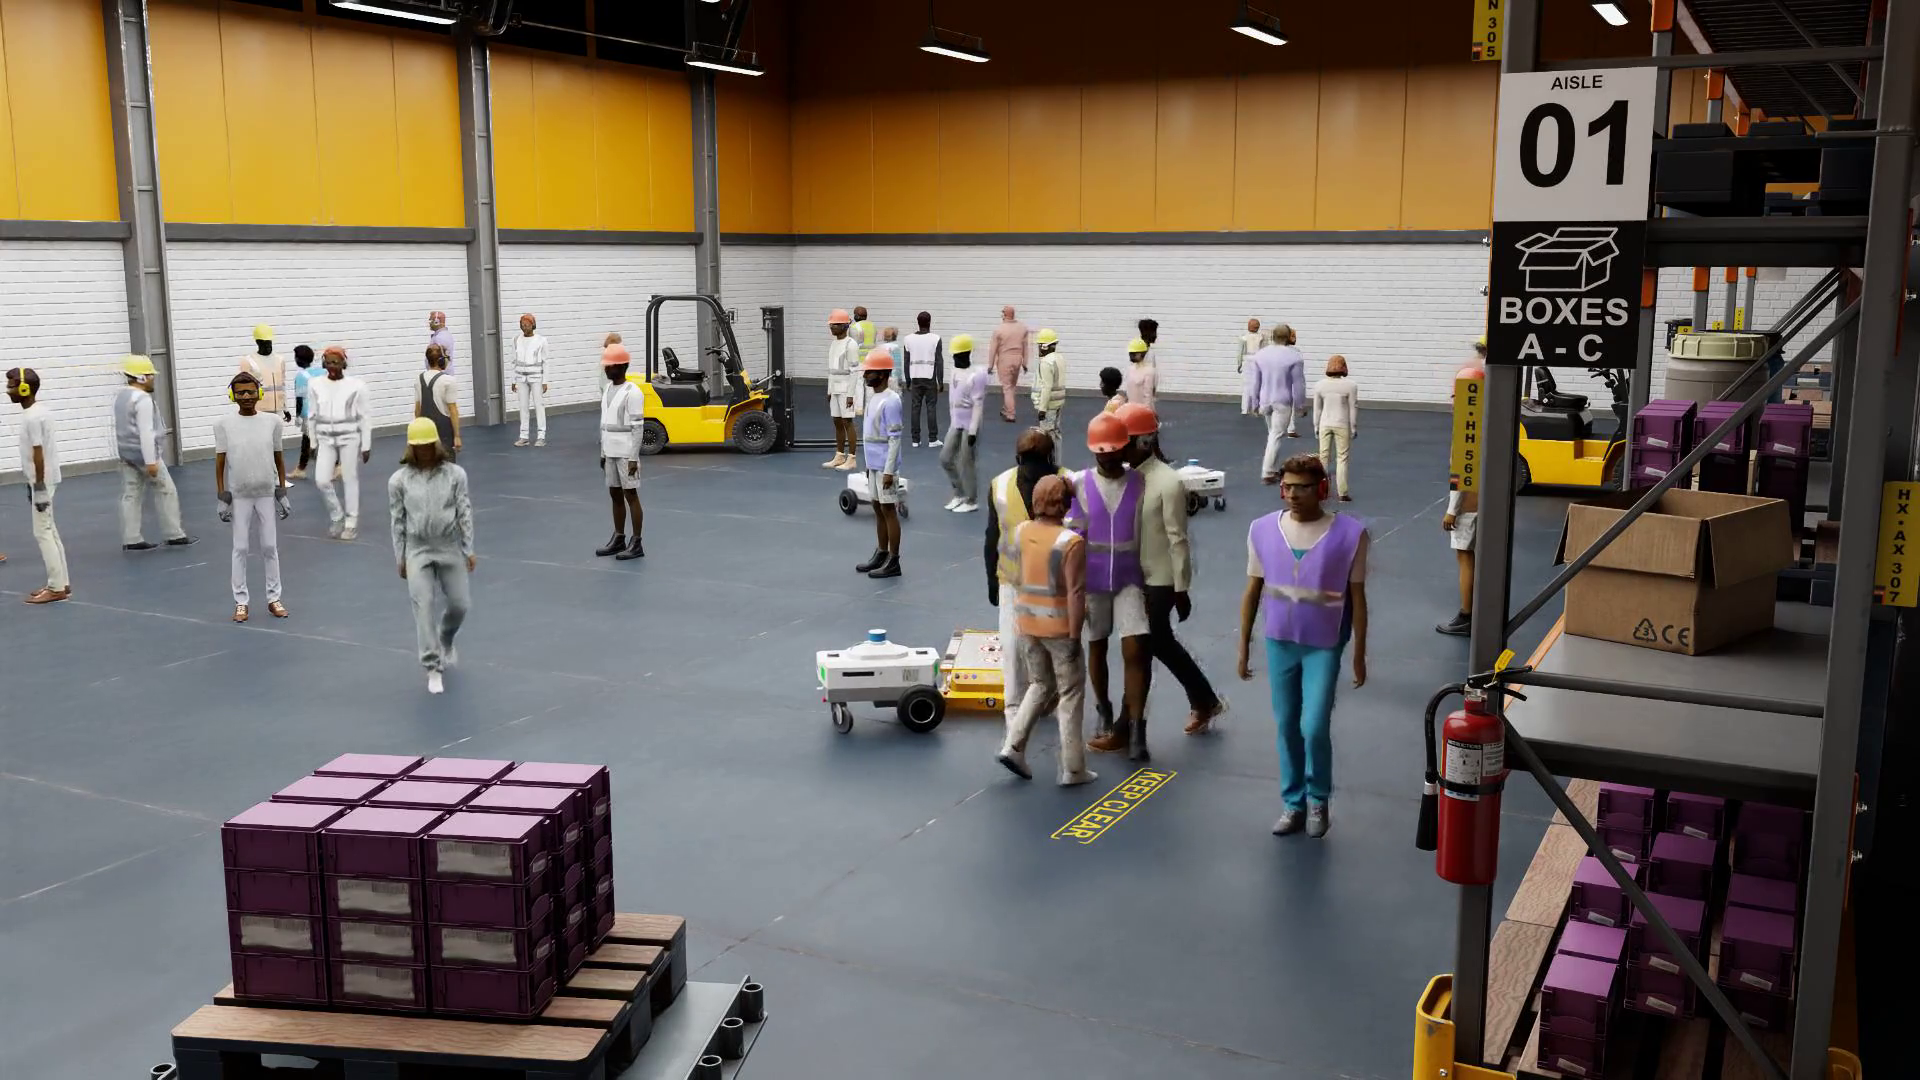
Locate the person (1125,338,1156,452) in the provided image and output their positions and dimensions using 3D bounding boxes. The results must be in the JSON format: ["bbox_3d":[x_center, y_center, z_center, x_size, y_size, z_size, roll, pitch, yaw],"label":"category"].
[{"bbox_3d":[2.059,-1.493,19.580,0.594,1.749,0.527,-6,12,-33],"label":"person"}]

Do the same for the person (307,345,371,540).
[{"bbox_3d":[-5.926,-0.919,15.884,0.602,1.868,0.452,0,10,-1],"label":"person"}]

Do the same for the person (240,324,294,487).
[{"bbox_3d":[-8.045,-1.544,19.339,0.370,1.925,0.595,5,11,29],"label":"person"}]

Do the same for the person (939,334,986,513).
[{"bbox_3d":[0.035,-1.210,17.473,0.478,1.898,0.613,-7,12,-36],"label":"person"}]

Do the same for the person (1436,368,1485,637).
[{"bbox_3d":[3.664,-0.266,11.945,0.542,1.928,0.377,-8,12,-37],"label":"person"}]

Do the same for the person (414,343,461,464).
[{"bbox_3d":[-5.246,-1.056,16.753,0.505,1.846,0.347,4,11,23],"label":"person"}]

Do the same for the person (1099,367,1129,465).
[{"bbox_3d":[1.515,-0.801,15.759,0.418,1.679,0.601,1,10,8],"label":"person"}]

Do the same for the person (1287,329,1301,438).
[{"bbox_3d":[4.866,-2.335,24.772,0.498,1.633,0.285,9,13,43],"label":"person"}]

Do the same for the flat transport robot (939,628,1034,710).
[{"bbox_3d":[0.239,0.801,10.553,0.652,0.197,1.431,1,10,4],"label":"flat transport robot"}]

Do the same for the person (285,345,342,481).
[{"bbox_3d":[-7.788,-1.529,20.049,0.869,1.657,0.530,1,10,7],"label":"person"}]

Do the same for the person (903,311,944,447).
[{"bbox_3d":[-0.514,-2.278,23.617,0.589,1.919,0.393,3,10,17],"label":"person"}]

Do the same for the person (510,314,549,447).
[{"bbox_3d":[-6.116,-2.263,23.635,0.576,1.883,0.355,2,10,11],"label":"person"}]

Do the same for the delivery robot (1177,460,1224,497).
[{"bbox_3d":[2.465,-0.609,17.624,0.707,0.478,0.477,-7,12,-35],"label":"delivery robot"}]

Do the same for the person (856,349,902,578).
[{"bbox_3d":[-0.682,-0.646,14.112,0.361,1.939,0.543,-4,11,-21],"label":"person"}]

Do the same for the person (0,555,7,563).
[{"bbox_3d":[-8.764,-0.741,14.662,0.627,1.940,0.372,9,13,41],"label":"person"}]

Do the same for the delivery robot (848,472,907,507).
[{"bbox_3d":[-0.864,-0.562,17.356,0.477,0.478,0.707,-8,12,-37],"label":"delivery robot"}]

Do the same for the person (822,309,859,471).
[{"bbox_3d":[-1.508,-1.889,21.006,0.374,2.044,0.607,-7,12,-34],"label":"person"}]

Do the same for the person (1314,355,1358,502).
[{"bbox_3d":[4.152,-1.230,18.404,0.495,1.630,0.283,6,12,33],"label":"person"}]

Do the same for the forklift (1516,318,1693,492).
[{"bbox_3d":[7.066,-1.601,18.899,2.313,2.155,1.214,5,11,27],"label":"forklift"}]

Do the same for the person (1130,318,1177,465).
[{"bbox_3d":[2.307,-1.890,21.353,0.970,1.930,0.606,-1,10,-6],"label":"person"}]

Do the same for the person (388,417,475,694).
[{"bbox_3d":[-3.346,0.071,10.542,0.499,1.727,0.574,-5,11,-25],"label":"person"}]

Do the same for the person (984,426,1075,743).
[{"bbox_3d":[0.454,0.228,9.483,0.638,1.805,0.782,2,10,13],"label":"person"}]

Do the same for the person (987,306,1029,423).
[{"bbox_3d":[0.726,-2.879,27.201,0.673,1.872,0.878,-5,11,-28],"label":"person"}]

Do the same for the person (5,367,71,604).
[{"bbox_3d":[-7.257,-0.423,13.083,0.332,1.855,0.516,-5,11,-26],"label":"person"}]

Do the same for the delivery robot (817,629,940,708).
[{"bbox_3d":[-0.481,0.764,9.679,0.707,0.478,0.477,-1,10,-7],"label":"delivery robot"}]

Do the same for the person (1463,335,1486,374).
[{"bbox_3d":[6.546,-1.687,20.767,0.861,1.728,0.530,-5,11,-27],"label":"person"}]

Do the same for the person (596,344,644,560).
[{"bbox_3d":[-3.065,-0.793,14.959,0.545,1.940,0.352,9,13,42],"label":"person"}]

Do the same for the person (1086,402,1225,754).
[{"bbox_3d":[1.133,0.192,9.279,0.930,1.951,0.624,-4,11,-24],"label":"person"}]

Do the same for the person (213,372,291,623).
[{"bbox_3d":[-5.293,-0.326,12.457,0.514,1.872,0.328,-6,12,-32],"label":"person"}]

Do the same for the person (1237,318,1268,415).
[{"bbox_3d":[4.965,-2.934,28.223,0.521,1.639,0.311,1,10,8],"label":"person"}]

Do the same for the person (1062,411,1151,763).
[{"bbox_3d":[0.824,0.252,9.021,0.548,1.887,0.936,0,10,1],"label":"person"}]

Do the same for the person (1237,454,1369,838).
[{"bbox_3d":[1.597,0.503,7.774,0.593,1.825,0.462,6,11,31],"label":"person"}]

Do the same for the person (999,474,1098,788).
[{"bbox_3d":[0.453,0.465,8.599,0.507,1.618,0.530,-9,13,-42],"label":"person"}]

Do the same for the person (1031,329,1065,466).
[{"bbox_3d":[1.067,-1.643,20.197,0.404,1.827,0.600,4,10,21],"label":"person"}]

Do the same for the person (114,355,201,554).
[{"bbox_3d":[-7.391,-0.790,15.300,0.621,1.809,0.732,8,13,39],"label":"person"}]

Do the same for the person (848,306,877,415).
[{"bbox_3d":[-1.689,-3.046,28.286,0.429,1.842,0.634,7,12,35],"label":"person"}]

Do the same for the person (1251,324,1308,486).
[{"bbox_3d":[3.855,-1.617,19.824,0.628,1.901,0.899,9,13,42],"label":"person"}]

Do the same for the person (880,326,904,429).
[{"bbox_3d":[-1.106,-2.496,25.715,0.536,1.621,0.529,-6,11,-30],"label":"person"}]

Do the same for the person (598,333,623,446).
[{"bbox_3d":[-4.995,-2.140,23.724,0.425,1.604,0.509,-4,11,-23],"label":"person"}]

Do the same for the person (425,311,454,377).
[{"bbox_3d":[-7.568,-2.377,24.220,0.406,1.911,0.638,-2,10,-10],"label":"person"}]

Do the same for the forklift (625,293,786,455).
[{"bbox_3d":[-3.588,-2.317,23.042,2.313,2.155,1.214,-1,10,-5],"label":"forklift"}]
